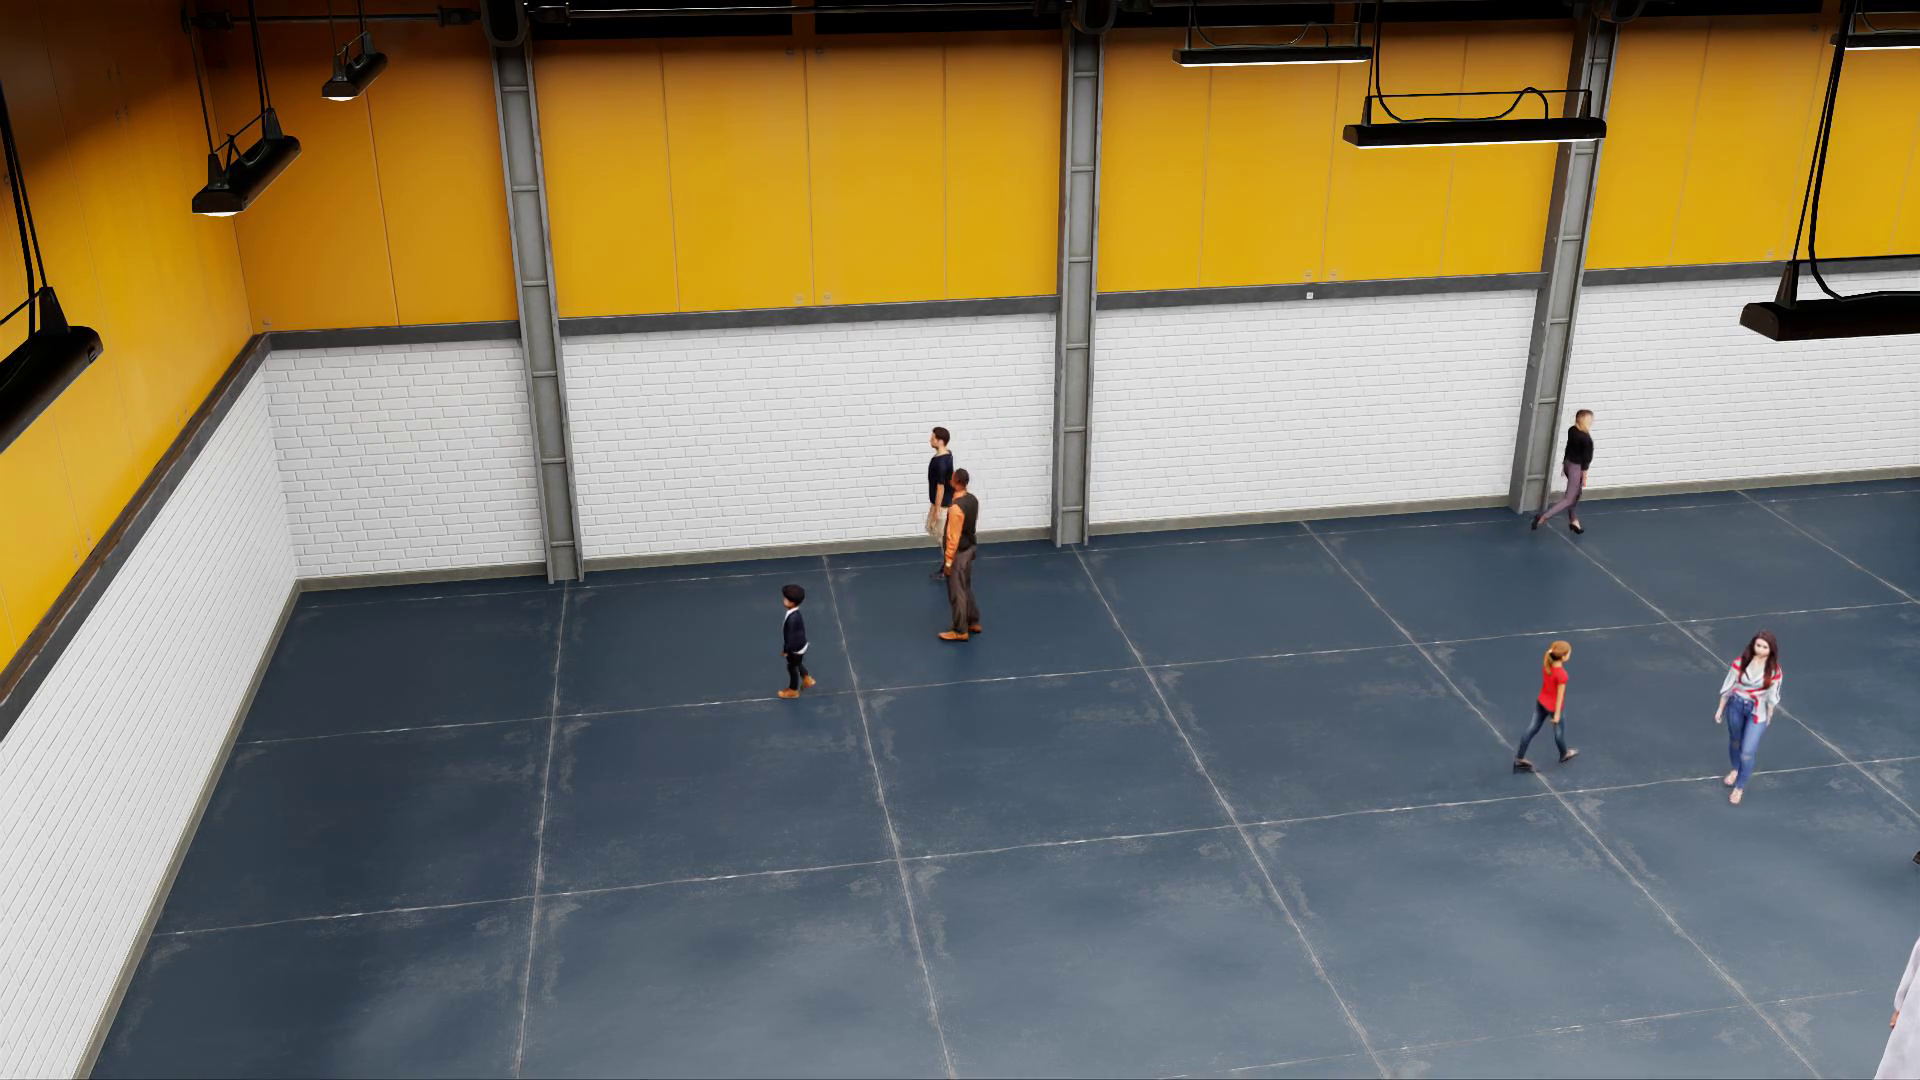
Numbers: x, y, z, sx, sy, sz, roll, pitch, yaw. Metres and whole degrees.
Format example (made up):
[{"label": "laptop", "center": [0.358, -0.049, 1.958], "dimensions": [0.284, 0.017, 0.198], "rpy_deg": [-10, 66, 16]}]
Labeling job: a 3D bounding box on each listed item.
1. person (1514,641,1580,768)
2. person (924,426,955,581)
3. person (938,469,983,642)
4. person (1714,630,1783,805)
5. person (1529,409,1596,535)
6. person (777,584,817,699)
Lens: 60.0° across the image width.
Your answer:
[{"label": "person", "center": [5.334, 1.532, 15.202], "dimensions": [0.942, 1.280, 0.598], "rpy_deg": [-8, 25, -18]}, {"label": "person", "center": [-0.112, -0.413, 18.944], "dimensions": [0.707, 1.846, 0.719], "rpy_deg": [0, 24, 0]}, {"label": "person", "center": [0.009, 0.159, 17.564], "dimensions": [0.844, 1.904, 0.829], "rpy_deg": [5, 24, 12]}, {"label": "person", "center": [7.067, 1.503, 14.882], "dimensions": [0.871, 1.590, 0.955], "rpy_deg": [21, 31, 39]}, {"label": "person", "center": [7.309, -0.772, 20.023], "dimensions": [0.983, 1.640, 0.604], "rpy_deg": [-4, 24, -10]}, {"label": "person", "center": [-1.601, 1.007, 16.480], "dimensions": [0.642, 1.219, 0.564], "rpy_deg": [0, 24, 1]}]
